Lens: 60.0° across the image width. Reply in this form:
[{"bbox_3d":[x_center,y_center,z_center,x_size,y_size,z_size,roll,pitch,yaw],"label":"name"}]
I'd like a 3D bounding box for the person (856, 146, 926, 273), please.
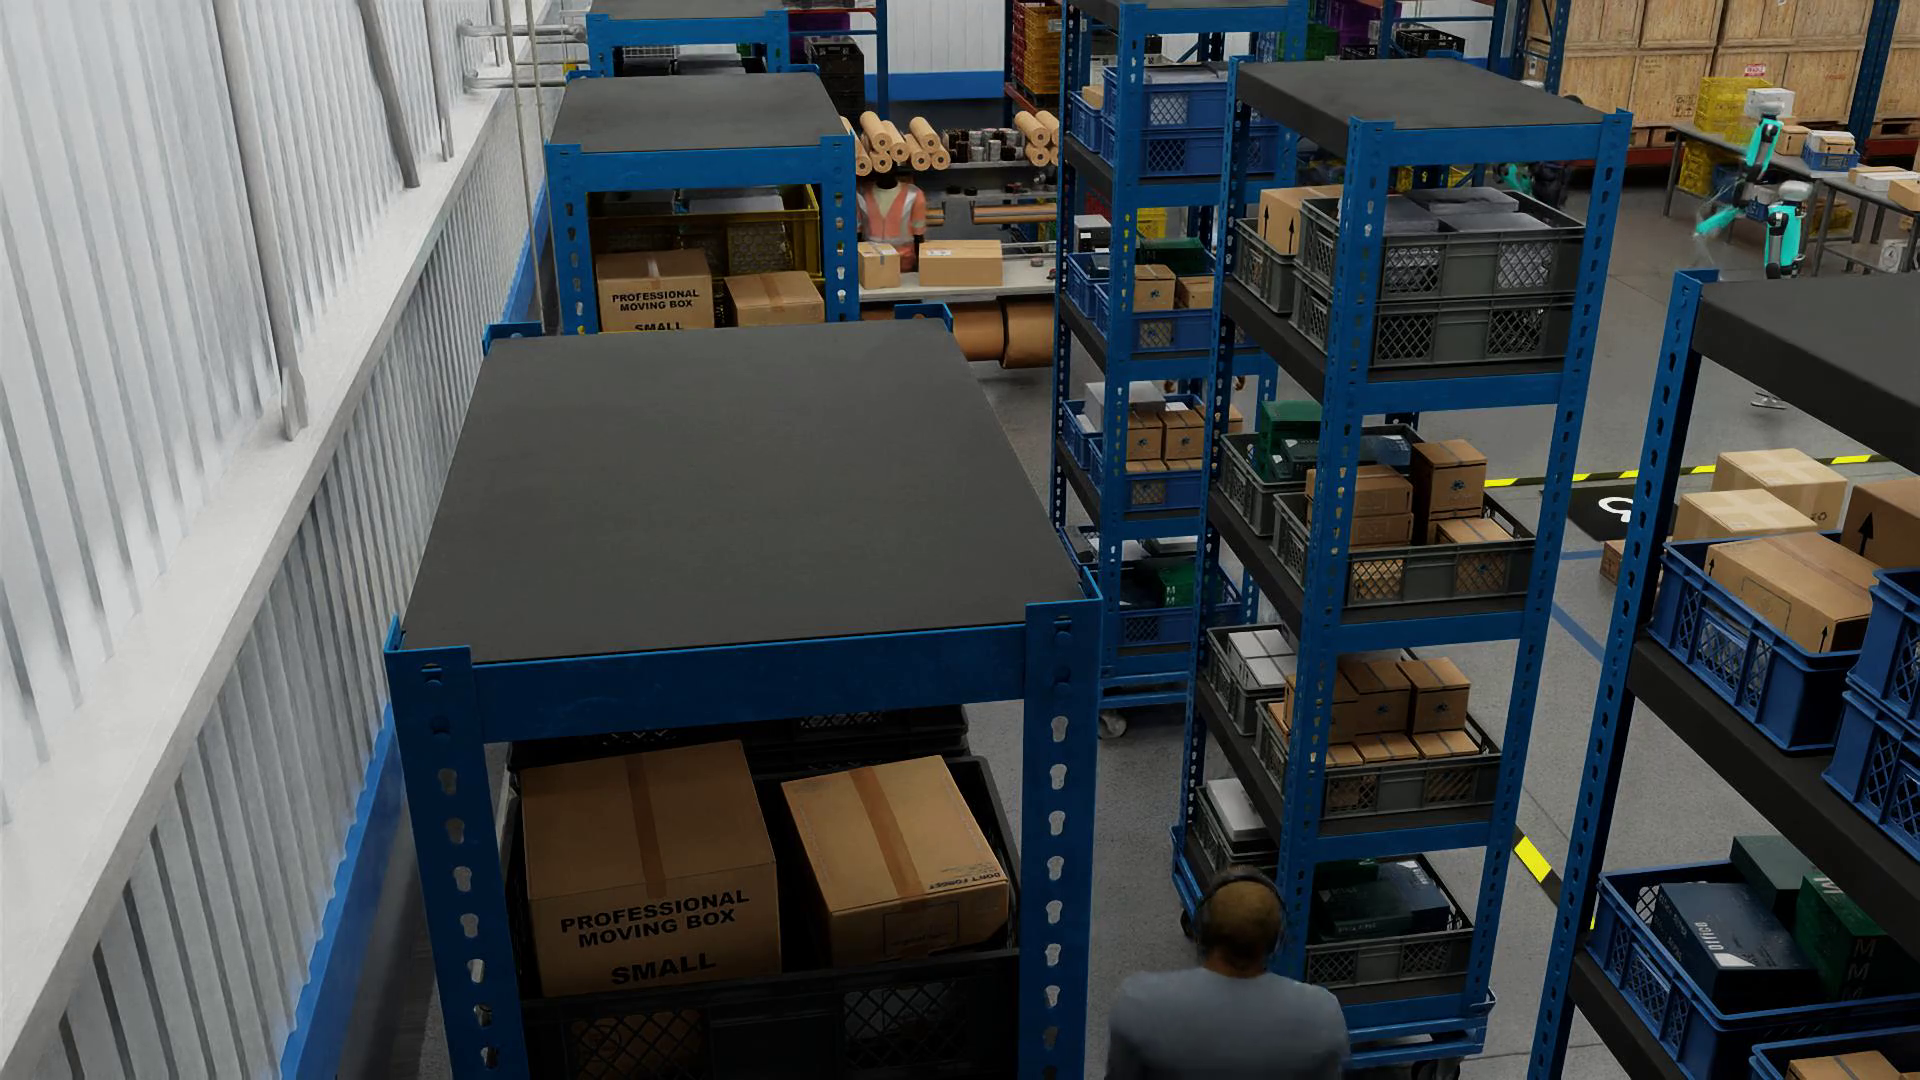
[{"bbox_3d":[-0.565,-2.135,12.921,0.597,1.958,0.365,4,25,8],"label":"person"}]

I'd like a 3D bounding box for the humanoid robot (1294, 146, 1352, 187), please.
[{"bbox_3d":[3.098,-2.696,14.480,0.611,1.649,0.487,-2,25,-3],"label":"humanoid robot"}]

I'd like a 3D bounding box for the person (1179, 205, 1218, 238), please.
[{"bbox_3d":[2.259,-3.384,15.773,0.431,1.845,0.620,-21,32,-38],"label":"person"}]

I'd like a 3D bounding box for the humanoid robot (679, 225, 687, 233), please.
[{"bbox_3d":[-2.327,-1.727,12.331,0.562,1.775,0.941,12,27,24],"label":"humanoid robot"}]

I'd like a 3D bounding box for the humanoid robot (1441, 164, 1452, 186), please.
[{"bbox_3d":[5.511,-4.688,18.802,0.350,1.648,0.613,11,27,23],"label":"humanoid robot"}]

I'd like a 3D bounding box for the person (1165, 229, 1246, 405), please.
[{"bbox_3d":[1.603,-1.112,10.822,0.588,1.852,0.383,-5,25,-10],"label":"person"}]

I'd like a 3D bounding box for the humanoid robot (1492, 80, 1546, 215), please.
[{"bbox_3d":[5.646,-3.707,16.588,0.555,1.773,0.741,21,32,38],"label":"humanoid robot"}]

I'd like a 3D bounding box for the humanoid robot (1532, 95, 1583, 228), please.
[{"bbox_3d":[5.725,-3.497,16.225,0.482,1.644,0.615,-2,25,-4],"label":"humanoid robot"}]

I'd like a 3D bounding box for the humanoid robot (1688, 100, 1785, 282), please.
[{"bbox_3d":[7.119,-3.172,15.558,0.801,1.885,0.547,10,27,21],"label":"humanoid robot"}]

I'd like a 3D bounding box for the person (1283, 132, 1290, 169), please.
[{"bbox_3d":[3.728,-4.831,18.907,0.613,1.850,0.567,-2,25,-5],"label":"person"}]

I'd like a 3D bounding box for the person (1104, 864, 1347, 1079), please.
[{"bbox_3d":[0.696,1.742,4.540,0.631,1.917,0.686,-1,25,-2],"label":"person"}]

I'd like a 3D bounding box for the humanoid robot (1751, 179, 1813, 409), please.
[{"bbox_3d":[6.217,-1.773,12.234,0.735,1.677,0.533,17,30,33],"label":"humanoid robot"}]
